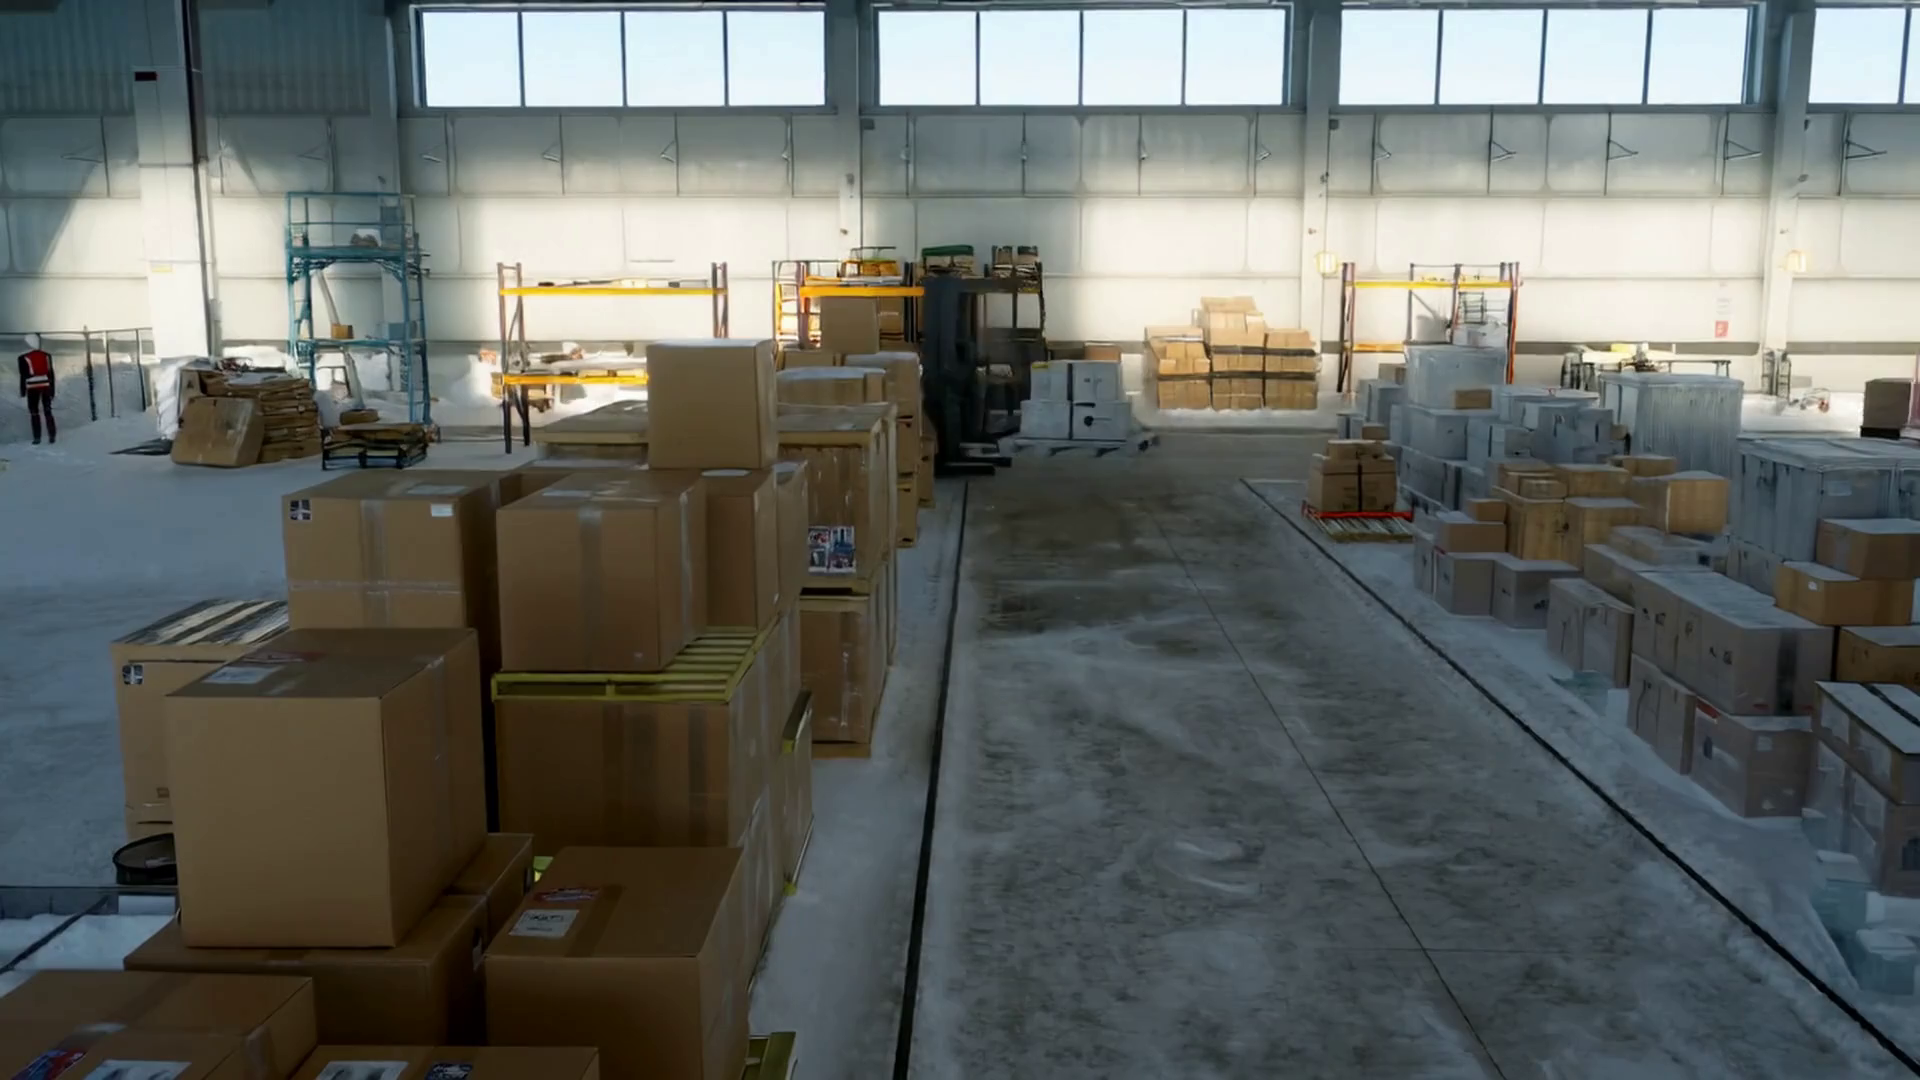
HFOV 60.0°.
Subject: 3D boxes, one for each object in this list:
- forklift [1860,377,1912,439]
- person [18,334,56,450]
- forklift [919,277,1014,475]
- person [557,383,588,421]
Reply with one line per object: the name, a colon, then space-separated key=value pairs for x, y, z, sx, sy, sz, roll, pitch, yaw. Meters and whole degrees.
forklift: x=15.924 y=-2.907 z=27.048 sx=1.129 sy=2.768 sz=1.873 roll=-8 pitch=12 yaw=-38
person: x=-14.956 y=-2.397 z=26.971 sx=0.348 sy=1.882 sz=0.584 roll=5 pitch=11 yaw=28
forklift: x=-0.273 y=-2.402 z=24.023 sx=1.873 sy=2.768 sz=1.129 roll=3 pitch=10 yaw=18
person: x=-3.618 y=-0.523 z=15.779 sx=0.618 sy=1.896 sz=0.751 roll=1 pitch=10 yaw=7
